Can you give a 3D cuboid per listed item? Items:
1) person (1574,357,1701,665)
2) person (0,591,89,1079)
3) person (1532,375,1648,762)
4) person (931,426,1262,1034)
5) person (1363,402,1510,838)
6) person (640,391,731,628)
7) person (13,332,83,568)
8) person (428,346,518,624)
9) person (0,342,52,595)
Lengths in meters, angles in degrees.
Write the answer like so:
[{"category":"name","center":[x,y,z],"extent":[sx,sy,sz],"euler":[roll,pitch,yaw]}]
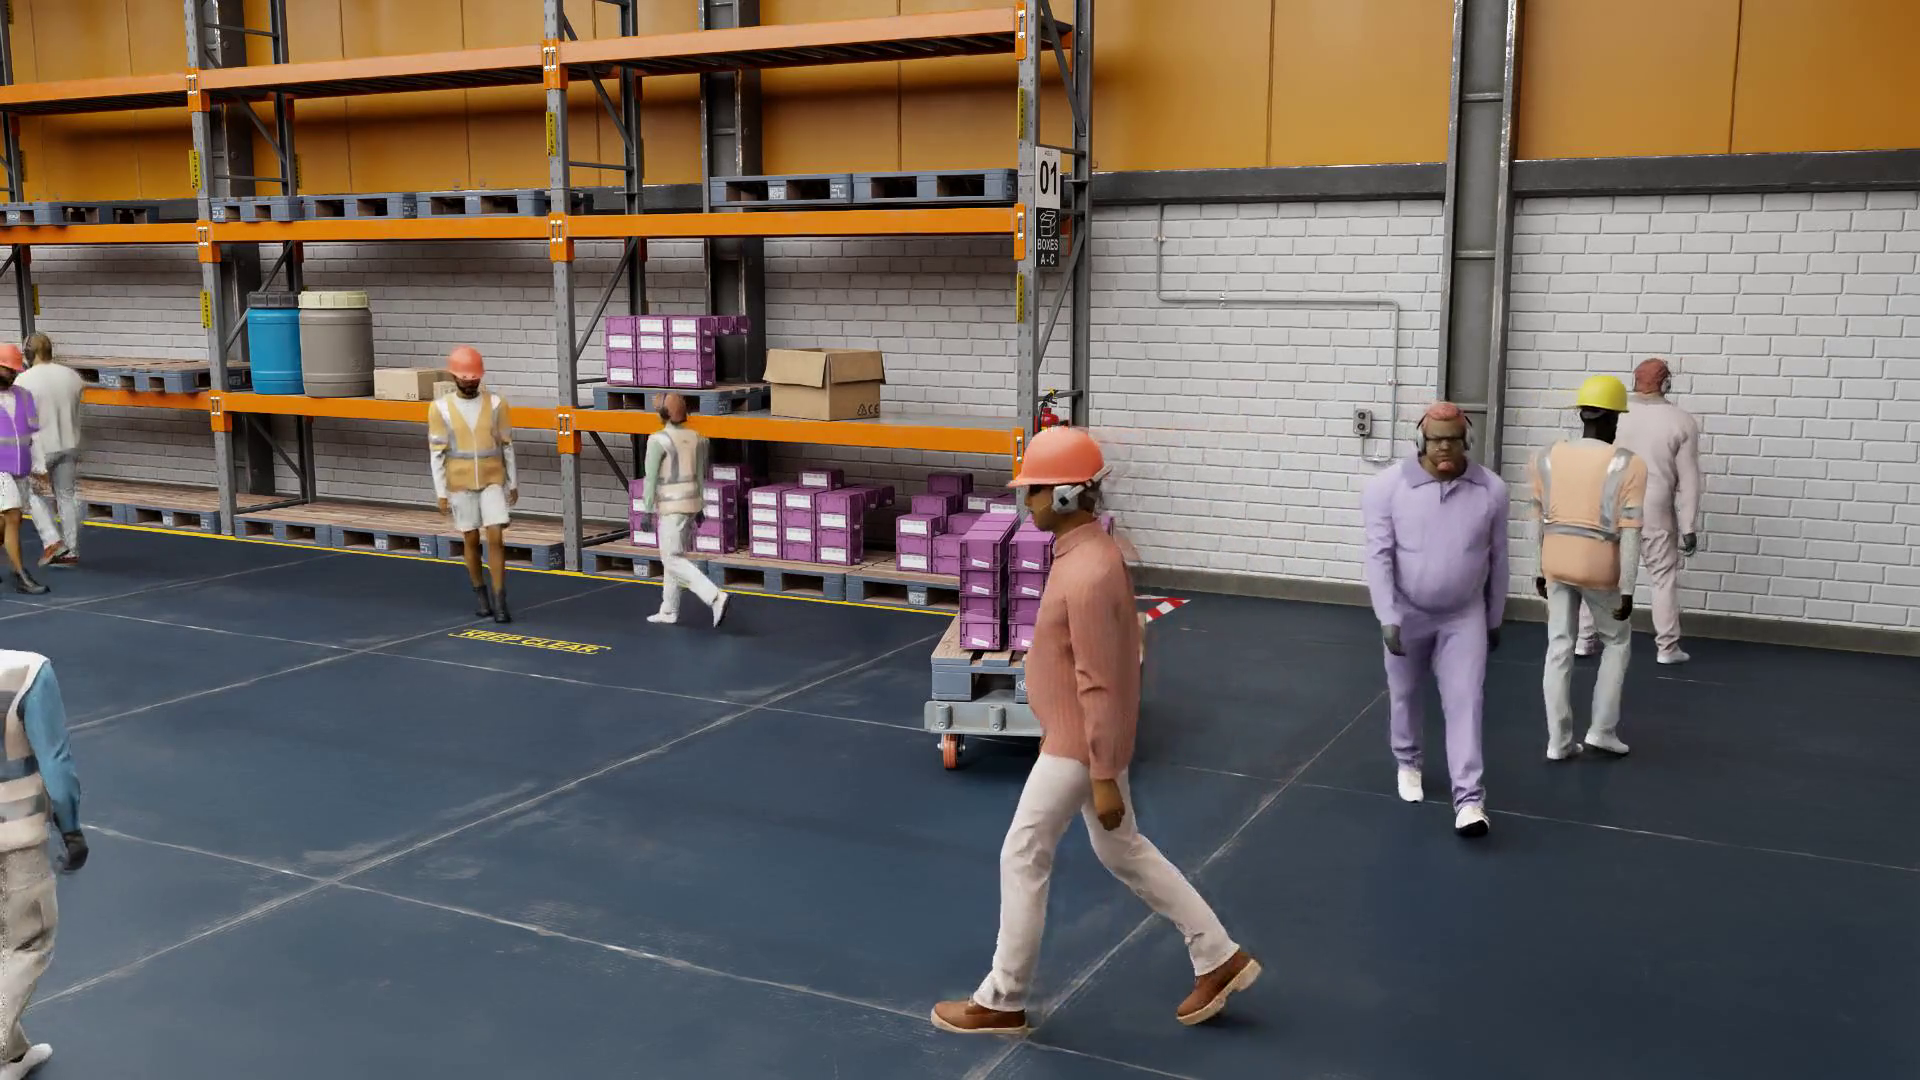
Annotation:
[{"category":"person","center":[4.184,-0.179,10.247],"extent":[0.676,1.897,0.418],"euler":[6,11,34]},{"category":"person","center":[-2.769,0.857,4.660],"extent":[0.520,1.618,0.688],"euler":[0,9,0]},{"category":"person","center":[3.097,0.144,8.187],"extent":[0.587,1.907,0.576],"euler":[9,13,43]},{"category":"person","center":[0.459,0.611,5.206],"extent":[0.996,1.952,0.601],"euler":[2,9,10]},{"category":"person","center":[2.071,0.328,7.224],"extent":[0.639,1.845,1.039],"euler":[1,9,9]},{"category":"person","center":[-1.837,-0.194,11.140],"extent":[0.684,1.612,0.524],"euler":[4,10,26]},{"category":"person","center":[-7.349,-0.714,13.415],"extent":[0.442,1.918,0.632],"euler":[5,10,28]},{"category":"person","center":[-3.302,-0.366,11.334],"extent":[0.571,1.895,0.821],"euler":[-3,10,-19]},{"category":"person","center":[-7.238,-0.546,12.524],"extent":[0.918,1.896,0.531],"euler":[4,10,22]}]
